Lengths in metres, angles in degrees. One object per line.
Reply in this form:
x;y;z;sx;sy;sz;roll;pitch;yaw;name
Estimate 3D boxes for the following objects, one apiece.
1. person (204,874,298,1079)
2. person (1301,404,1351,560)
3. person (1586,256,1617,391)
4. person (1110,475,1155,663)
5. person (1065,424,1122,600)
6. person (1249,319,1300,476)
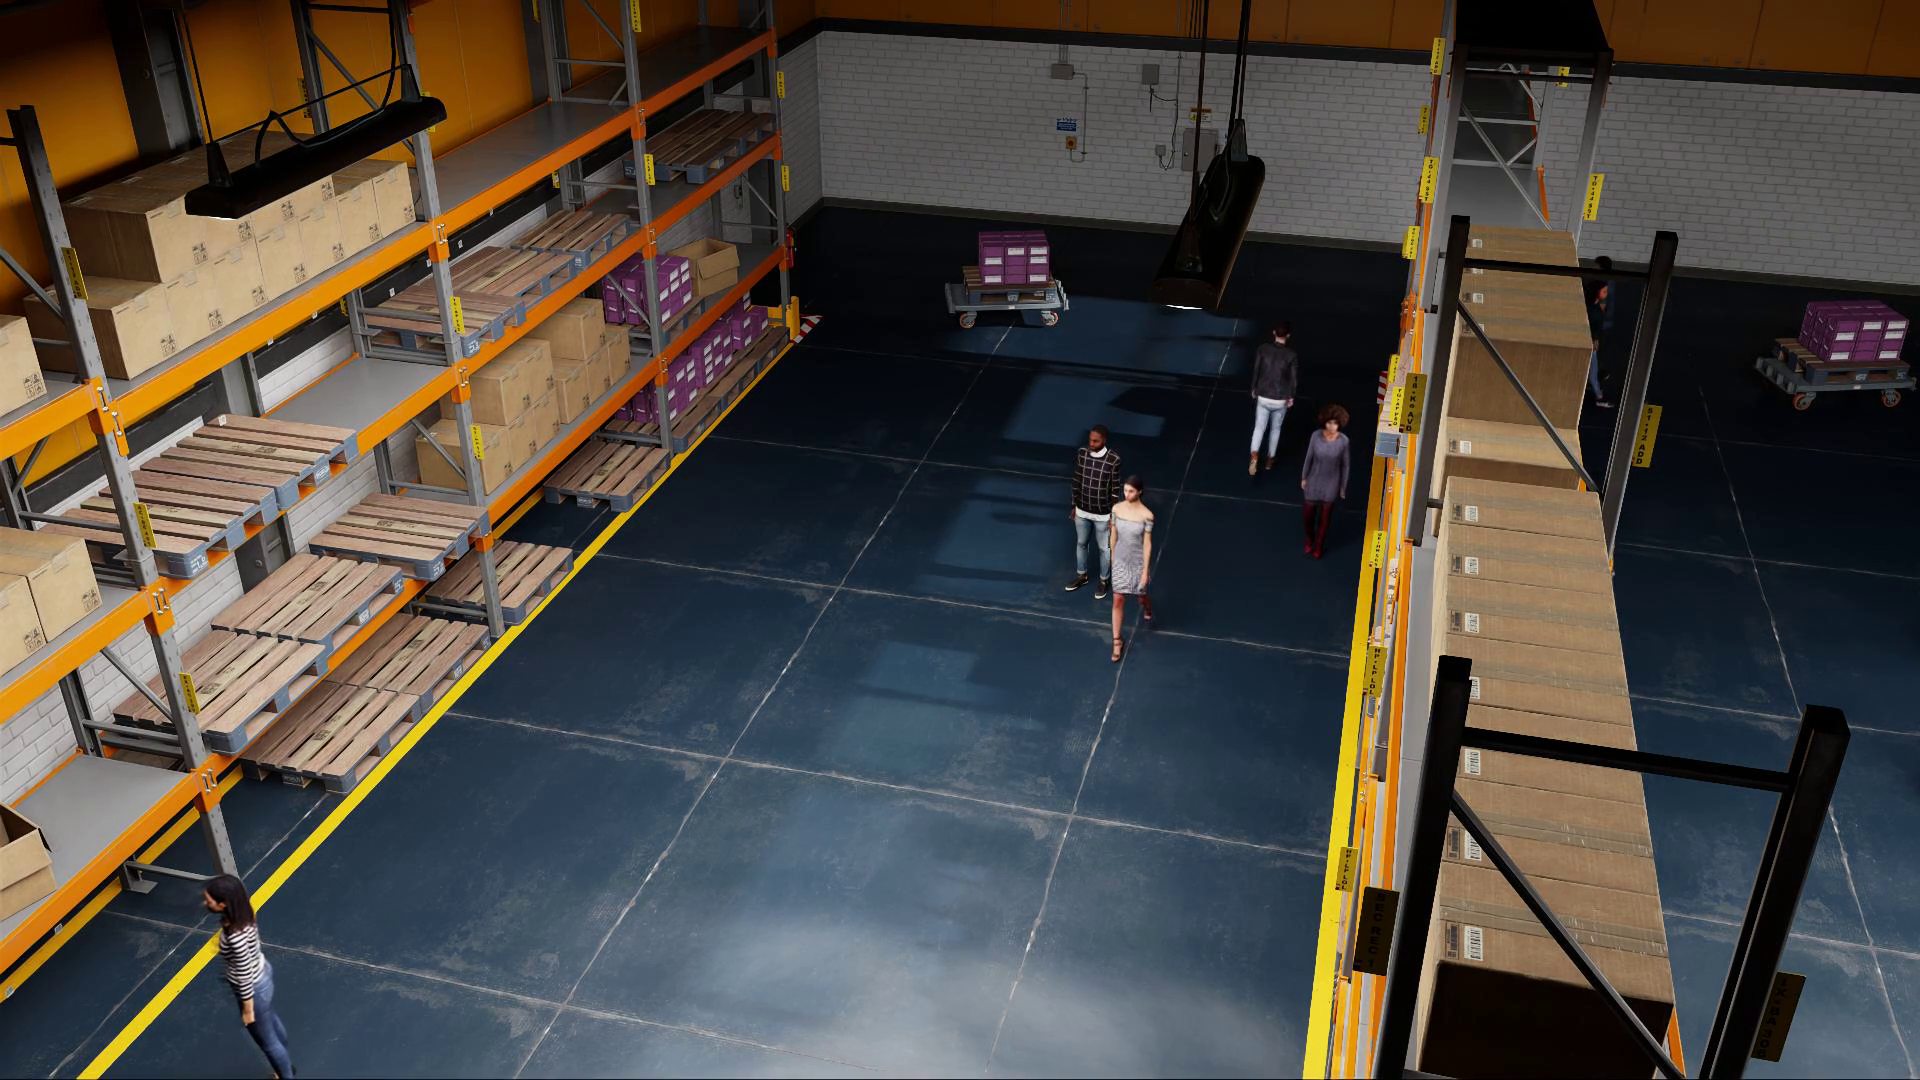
-4.449;2.838;10.494;0.719;1.793;0.631;-11;31;-20;person
3.711;-0.615;16.923;0.616;1.698;0.568;8;30;15;person
8.012;-2.654;20.580;0.832;1.776;0.648;15;32;25;person
1.620;0.216;15.298;0.714;1.796;1.078;13;31;23;person
1.326;-0.316;16.247;0.718;1.821;0.648;15;32;26;person
3.452;-1.545;18.505;0.736;1.817;1.005;11;30;19;person
